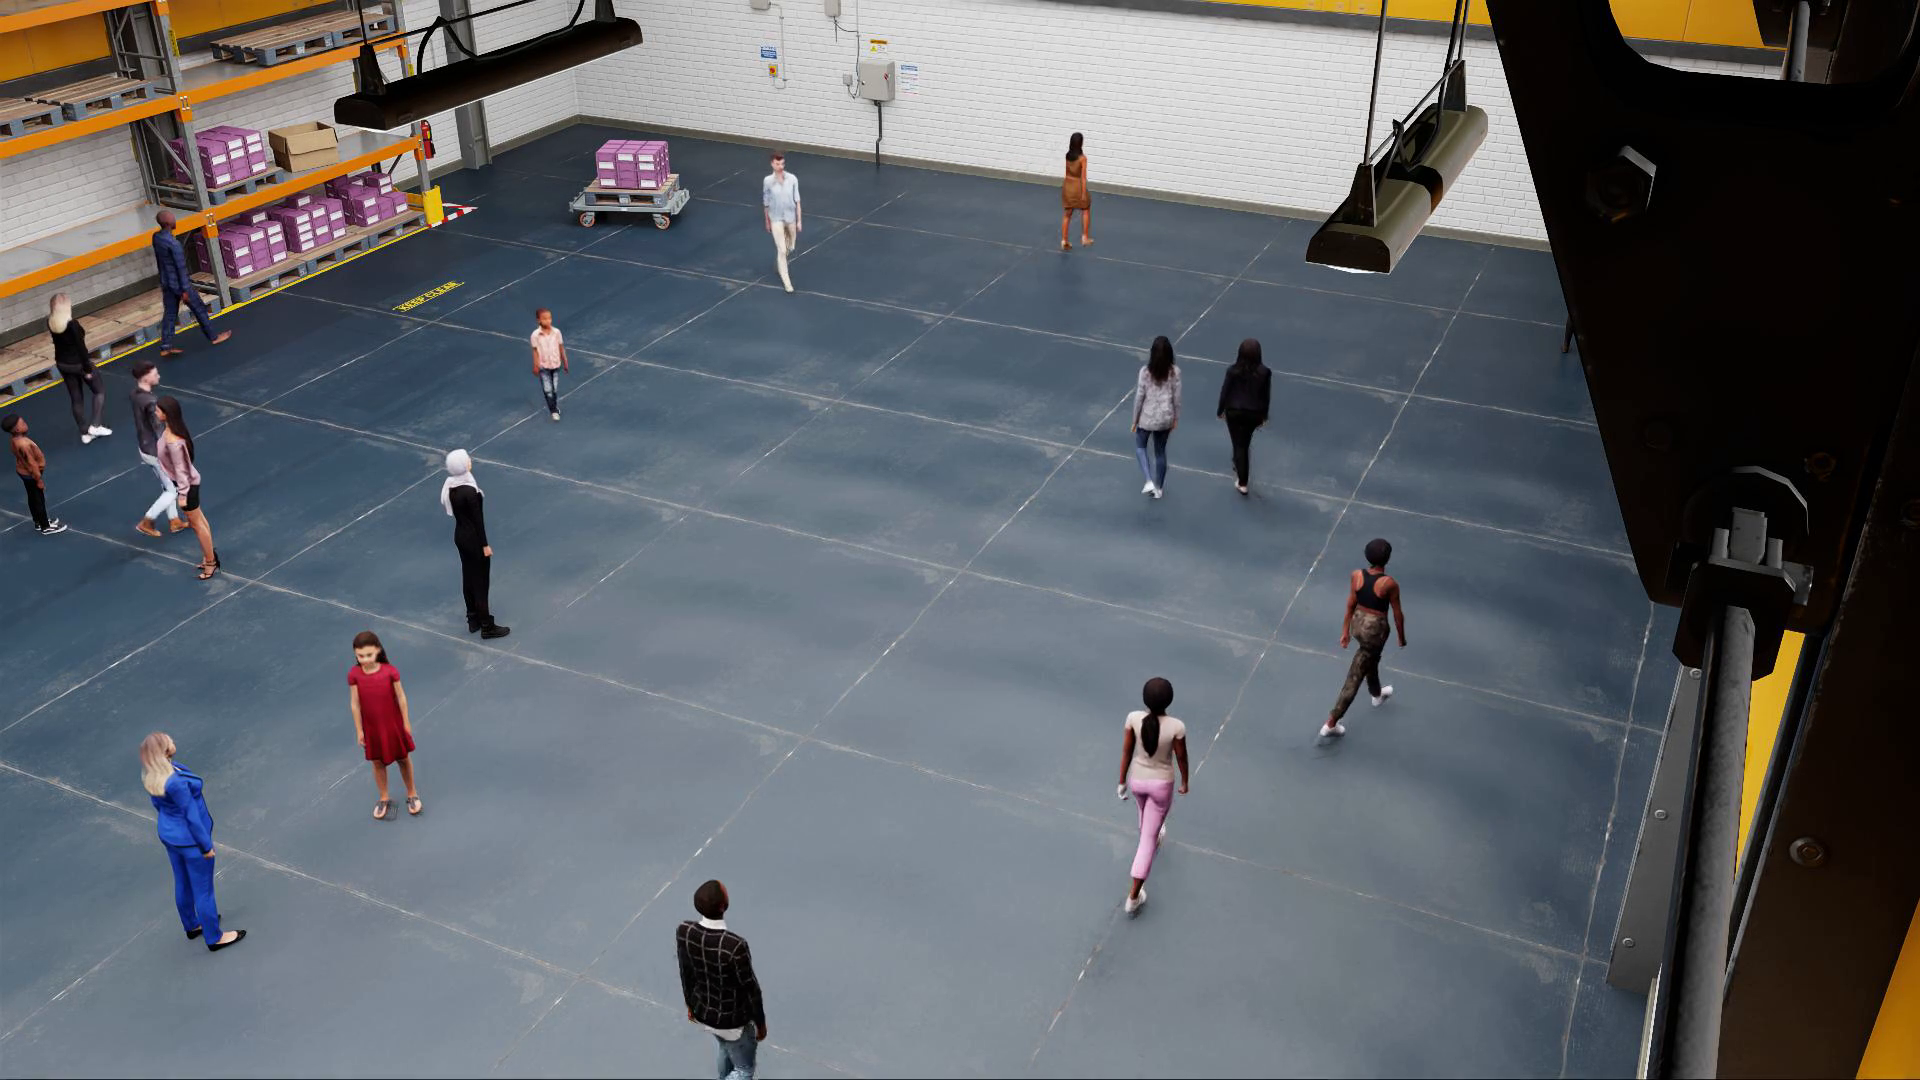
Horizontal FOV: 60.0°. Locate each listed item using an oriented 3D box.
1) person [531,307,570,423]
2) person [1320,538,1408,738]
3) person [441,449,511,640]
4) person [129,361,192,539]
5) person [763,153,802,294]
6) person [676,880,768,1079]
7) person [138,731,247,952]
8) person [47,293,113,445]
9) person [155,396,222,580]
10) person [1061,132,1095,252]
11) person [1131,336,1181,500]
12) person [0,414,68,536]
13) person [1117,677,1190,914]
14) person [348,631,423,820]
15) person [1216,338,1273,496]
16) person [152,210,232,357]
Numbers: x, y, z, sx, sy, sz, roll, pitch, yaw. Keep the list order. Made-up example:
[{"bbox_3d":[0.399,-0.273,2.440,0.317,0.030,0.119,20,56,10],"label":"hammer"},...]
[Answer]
[{"bbox_3d":[-4.630,-1.999,18.651,0.840,1.284,0.844,-15,32,-26],"label":"person"},{"bbox_3d":[3.165,0.816,13.114,1.277,1.644,0.921,-23,36,-36],"label":"person"},{"bbox_3d":[-4.233,0.033,14.409,0.655,1.779,0.672,-24,37,-37],"label":"person"},{"bbox_3d":[-7.773,-0.821,15.936,0.844,1.817,0.958,23,36,36],"label":"person"},{"bbox_3d":[-2.389,-4.306,22.318,1.134,1.823,1.189,-10,30,-18],"label":"person"},{"bbox_3d":[-1.389,2.739,9.427,0.749,1.799,1.055,16,33,27],"label":"person"},{"bbox_3d":[-5.108,1.971,10.939,0.660,1.700,0.608,19,34,31],"label":"person"},{"bbox_3d":[-9.590,-1.813,17.901,0.674,1.675,0.643,6,29,11],"label":"person"},{"bbox_3d":[-7.115,-0.485,15.326,0.743,1.811,0.685,-10,30,-18],"label":"person"},{"bbox_3d":[1.573,-4.909,23.584,0.731,1.668,0.875,25,37,37],"label":"person"},{"bbox_3d":[1.976,-1.179,16.697,0.823,1.715,0.872,-2,29,-3],"label":"person"},{"bbox_3d":[-9.069,-0.651,16.212,0.585,1.254,0.584,-25,37,-38],"label":"person"},{"bbox_3d":[1.283,1.753,11.352,0.588,1.687,1.162,12,31,22],"label":"person"},{"bbox_3d":[-4.255,1.333,12.261,0.680,1.553,0.740,-6,29,-12],"label":"person"},{"bbox_3d":[2.906,-1.229,16.936,1.021,1.575,1.200,-3,29,-6],"label":"person"},{"bbox_3d":[-9.538,-3.068,20.097,0.732,1.776,1.171,16,33,27],"label":"person"}]
